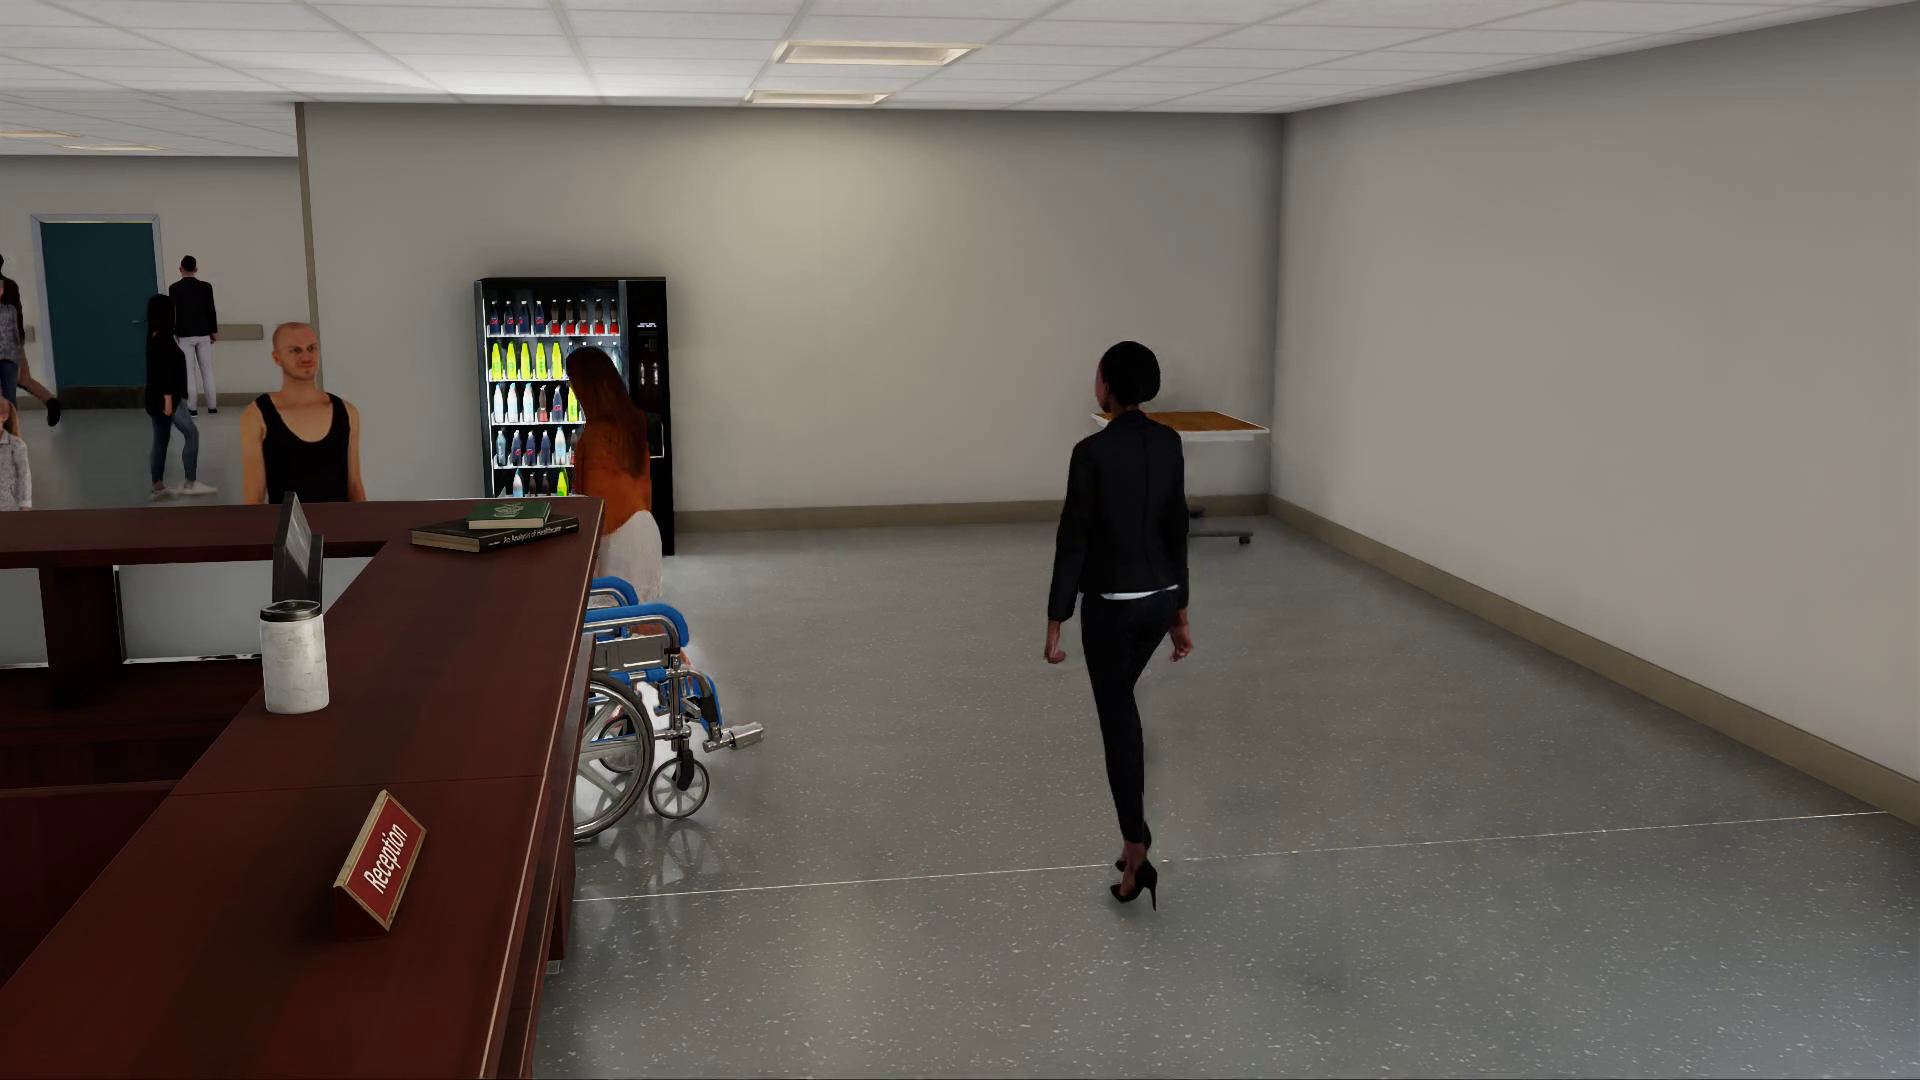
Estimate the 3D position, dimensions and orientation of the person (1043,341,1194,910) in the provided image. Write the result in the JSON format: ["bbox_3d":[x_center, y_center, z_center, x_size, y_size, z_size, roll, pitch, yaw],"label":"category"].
[{"bbox_3d":[0.581,0.300,5.249,0.701,1.826,0.806,-7,13,-33],"label":"person"}]

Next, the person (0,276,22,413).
[{"bbox_3d":[-9.444,-1.734,16.282,1.026,1.709,0.979,-8,14,-38],"label":"person"}]

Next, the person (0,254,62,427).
[{"bbox_3d":[-10.013,-2.075,17.568,1.214,1.898,0.889,1,11,6],"label":"person"}]

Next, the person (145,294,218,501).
[{"bbox_3d":[-6.405,-1.122,13.267,0.771,1.630,0.838,9,14,39],"label":"person"}]

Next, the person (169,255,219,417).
[{"bbox_3d":[-8.880,-2.372,19.279,0.680,1.844,0.804,-9,14,-39],"label":"person"}]

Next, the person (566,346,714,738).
[{"bbox_3d":[-1.338,0.038,6.997,0.938,1.689,0.816,2,11,12],"label":"person"}]

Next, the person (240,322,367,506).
[{"bbox_3d":[-2.605,0.039,6.652,0.772,1.815,0.668,10,15,43],"label":"person"}]
